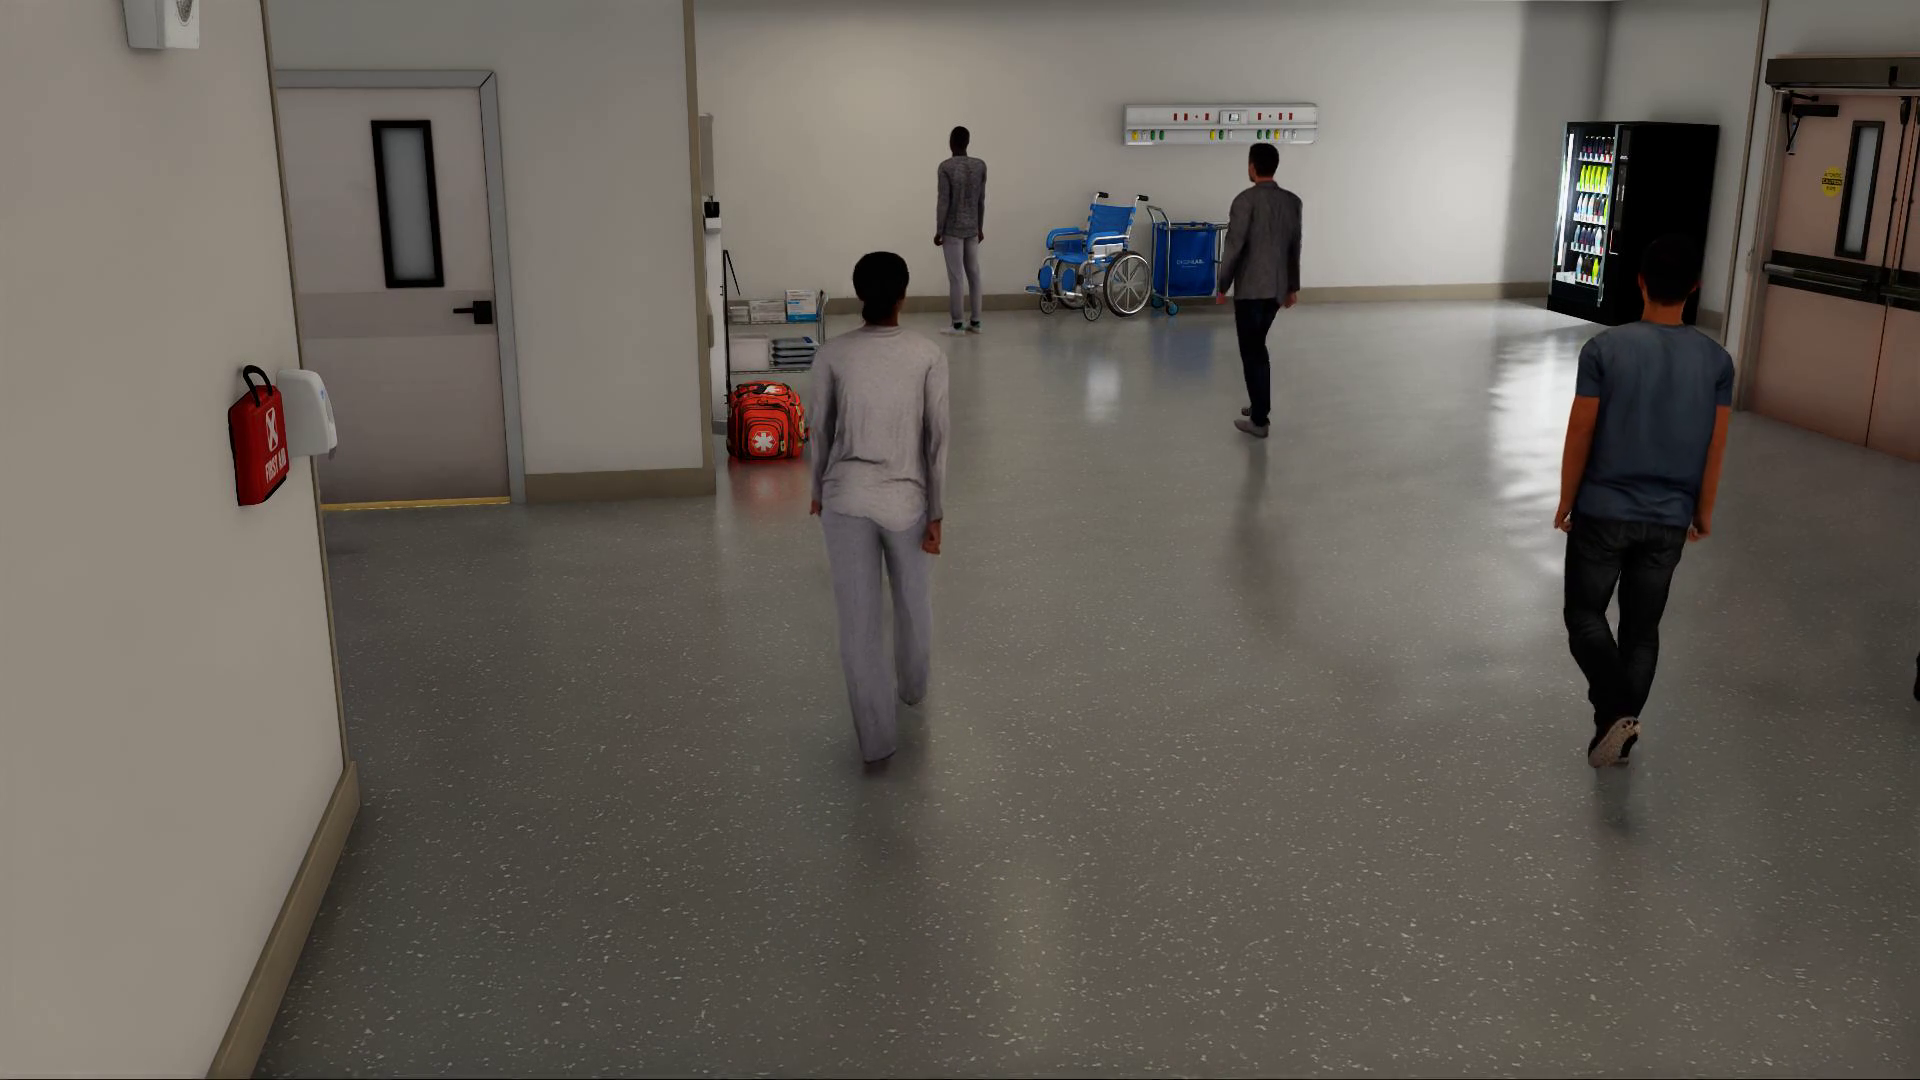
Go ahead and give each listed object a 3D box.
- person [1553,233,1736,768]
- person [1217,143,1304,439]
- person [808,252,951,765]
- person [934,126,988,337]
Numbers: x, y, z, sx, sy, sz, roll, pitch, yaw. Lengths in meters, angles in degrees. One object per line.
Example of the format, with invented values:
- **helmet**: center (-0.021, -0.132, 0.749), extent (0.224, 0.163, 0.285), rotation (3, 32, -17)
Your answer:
- **person**: center (2.212, -0.072, 5.417), extent (0.803, 1.799, 0.946), rotation (2, 16, 7)
- **person**: center (1.971, -1.579, 10.656), extent (0.827, 1.856, 0.882), rotation (-10, 18, -31)
- **person**: center (-0.278, -0.079, 5.620), extent (0.756, 1.702, 1.071), rotation (-1, 16, -2)
- **person**: center (0.011, -2.769, 14.912), extent (0.760, 1.837, 0.719), rotation (-11, 19, -35)
